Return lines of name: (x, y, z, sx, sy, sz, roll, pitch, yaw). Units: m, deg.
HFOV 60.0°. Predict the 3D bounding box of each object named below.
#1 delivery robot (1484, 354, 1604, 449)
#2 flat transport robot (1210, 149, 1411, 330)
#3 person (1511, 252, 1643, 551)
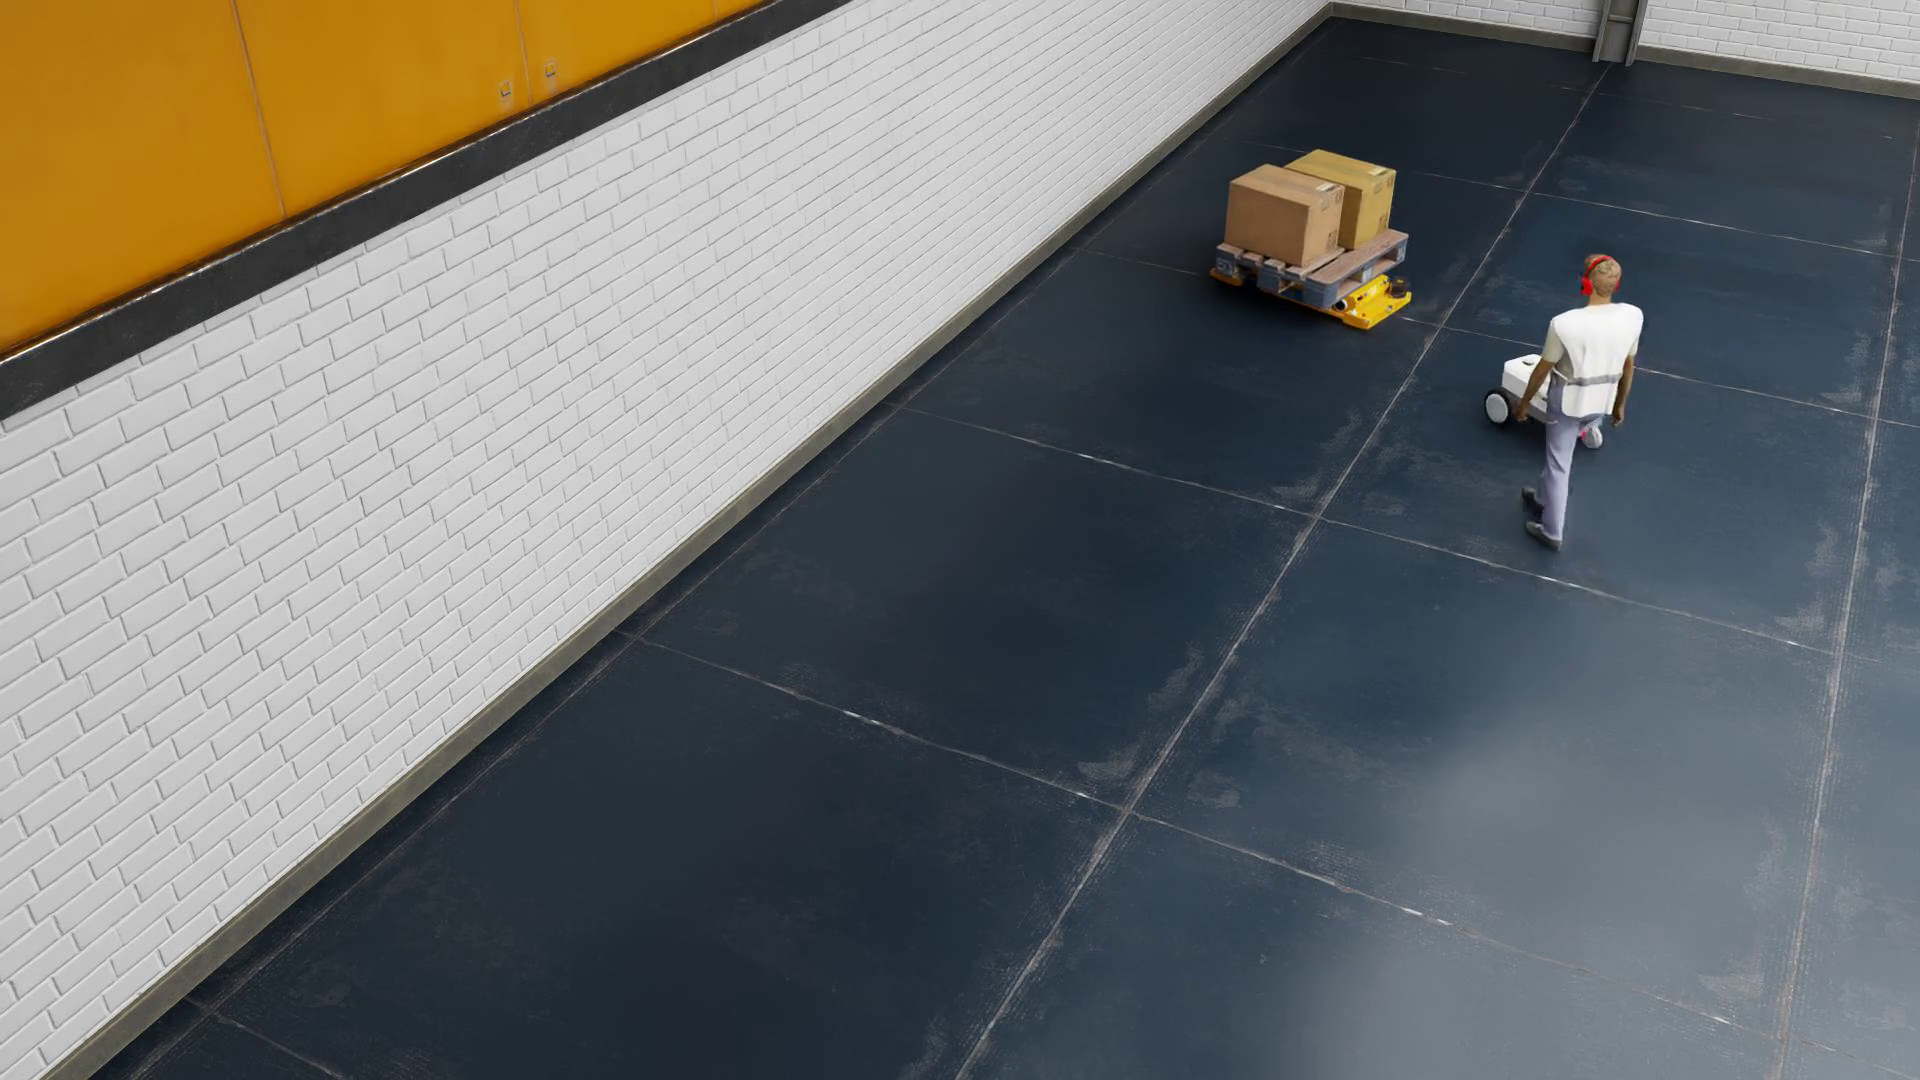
delivery robot: (3.947, -0.949, 11.124, 0.499, 0.585, 0.765, -16, 37, -23)
flat transport robot: (2.732, -2.035, 13.005, 1.431, 0.231, 0.659, 26, 42, 33)
person: (3.578, -0.864, 9.870, 0.598, 1.819, 0.726, -10, 35, -14)
